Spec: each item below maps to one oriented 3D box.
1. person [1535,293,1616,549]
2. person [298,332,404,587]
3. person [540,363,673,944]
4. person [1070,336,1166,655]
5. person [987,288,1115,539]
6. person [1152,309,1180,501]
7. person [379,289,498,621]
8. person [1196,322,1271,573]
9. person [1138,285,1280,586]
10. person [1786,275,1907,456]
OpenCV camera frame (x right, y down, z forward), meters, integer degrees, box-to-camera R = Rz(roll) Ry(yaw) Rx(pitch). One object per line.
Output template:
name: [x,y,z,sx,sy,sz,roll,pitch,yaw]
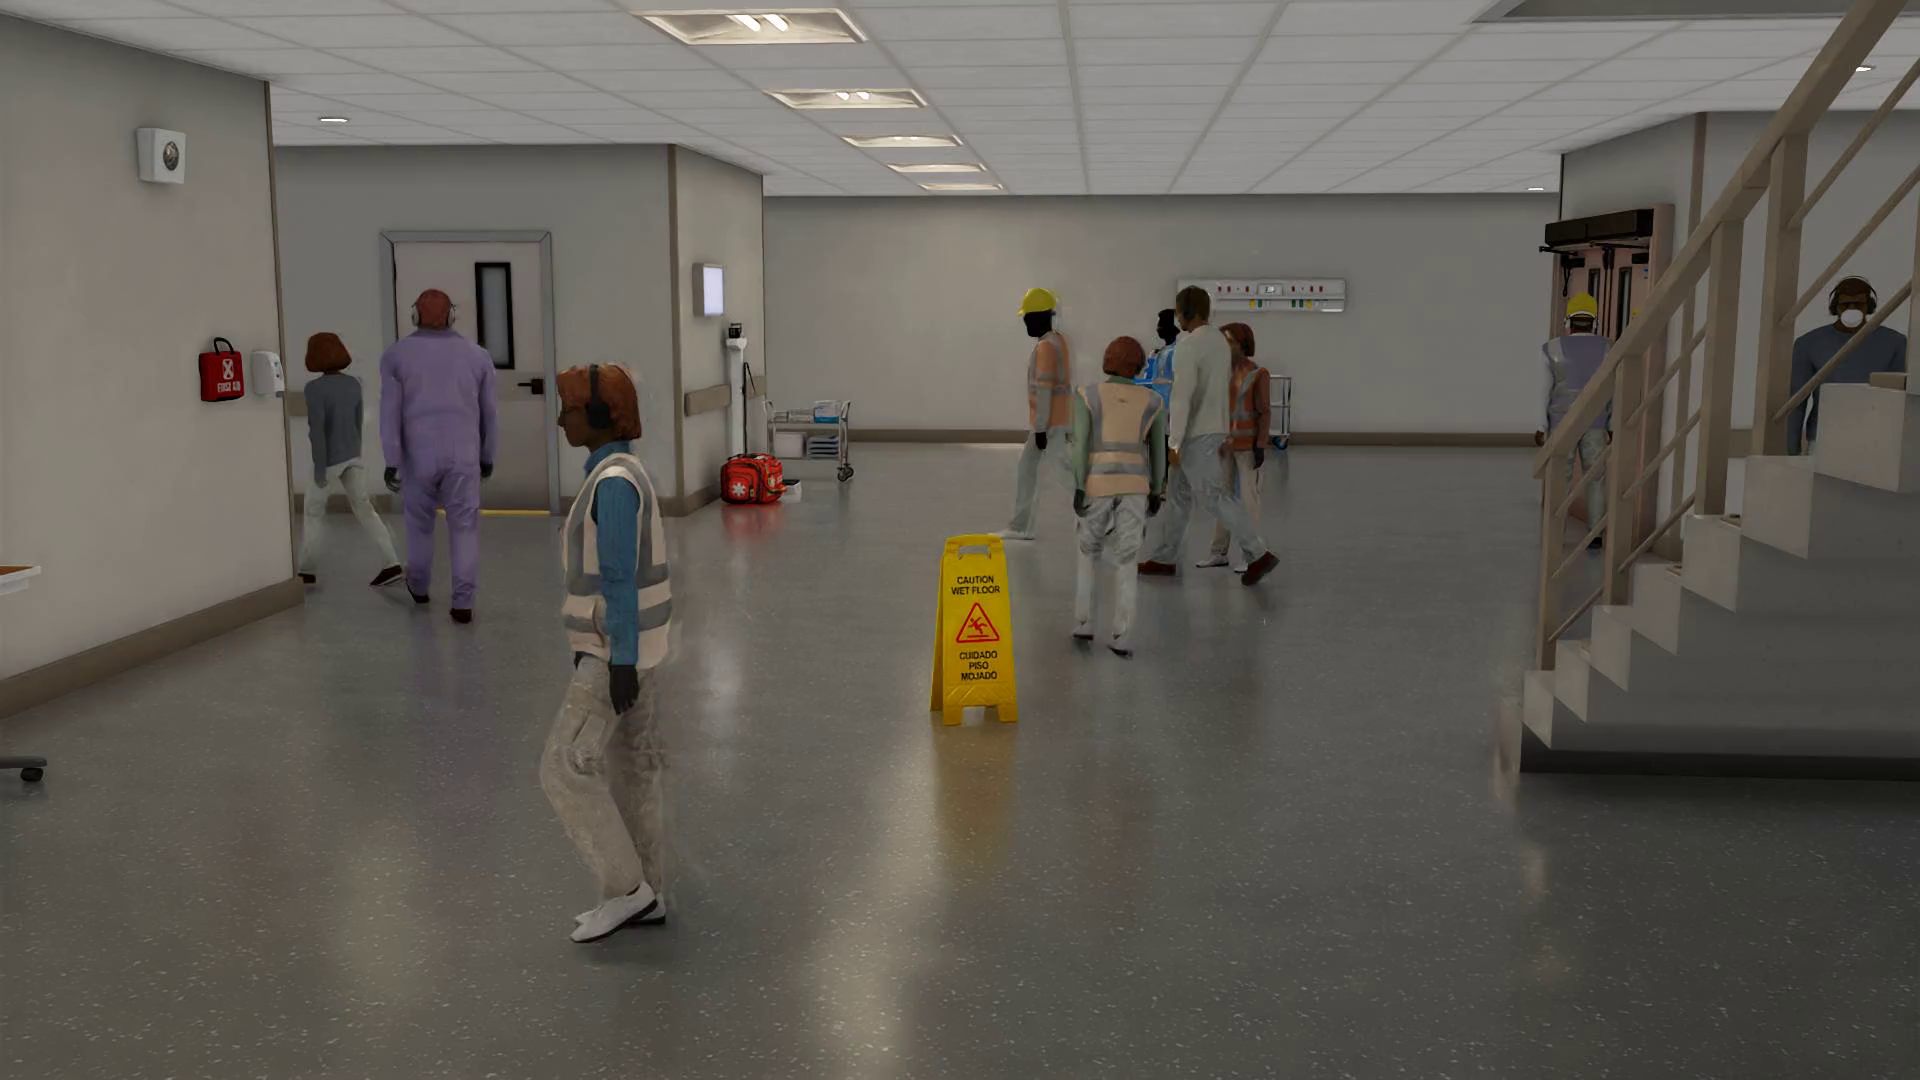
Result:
person: [4.418,-0.846,11.916,0.592,1.834,0.404,1,8,10]
person: [-3.842,-0.492,10.320,0.839,1.593,0.513,3,9,20]
person: [-1.011,0.321,4.666,0.412,1.623,0.551,-2,9,-11]
person: [0.812,-0.237,8.534,0.517,1.600,0.606,-1,8,-7]
person: [0.708,-0.902,12.169,0.954,1.883,0.587,1,8,7]
person: [1.854,-1.194,14.746,0.318,1.697,0.535,-1,8,-9]
person: [-2.969,-0.494,9.486,0.658,1.842,1.008,-4,9,-24]
person: [1.817,-0.606,10.936,0.315,1.641,0.515,-7,11,-40]
person: [1.571,-0.656,10.469,1.009,1.894,0.631,5,10,29]
person: [5.074,-0.543,9.552,0.639,1.928,0.375,3,9,19]
